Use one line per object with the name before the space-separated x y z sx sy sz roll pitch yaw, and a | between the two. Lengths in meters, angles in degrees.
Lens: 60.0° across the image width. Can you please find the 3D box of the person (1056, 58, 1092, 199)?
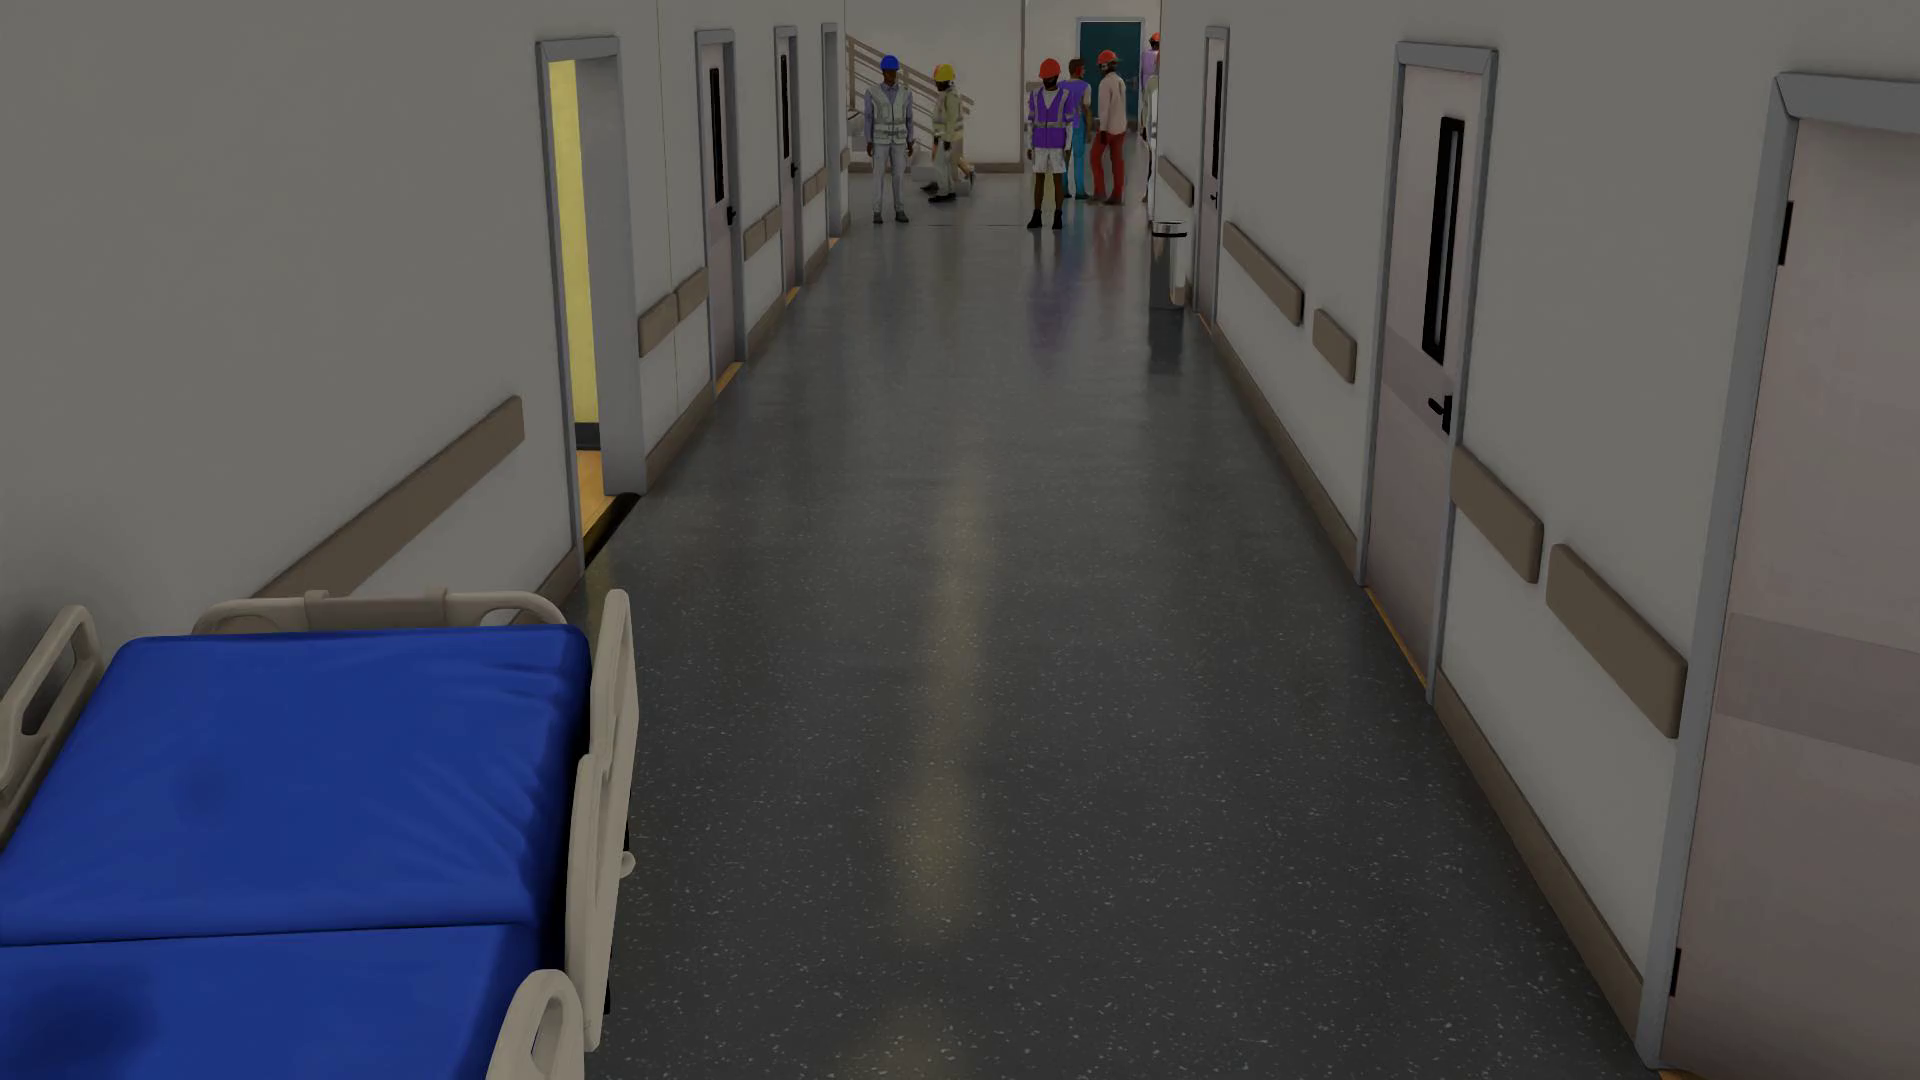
person | 1.512 -5.506 22.326 0.565 1.841 0.396 14 22 37

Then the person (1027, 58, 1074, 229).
person | 1.033 -4.576 19.258 0.542 1.928 0.374 5 18 17

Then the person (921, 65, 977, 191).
person | -0.167 -5.751 23.264 0.721 1.731 0.567 7 19 20

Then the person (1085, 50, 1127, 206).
person | 1.912 -5.341 21.603 0.620 1.961 0.625 13 22 36

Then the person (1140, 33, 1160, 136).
person | 3.914 -9.190 33.607 0.409 2.029 0.612 -17 24 -42

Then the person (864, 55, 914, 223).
person | -0.843 -4.762 19.805 0.605 1.951 0.380 -6 19 -18

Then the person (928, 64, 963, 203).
person | -0.185 -5.314 21.804 0.433 1.789 0.635 -1 18 -4
